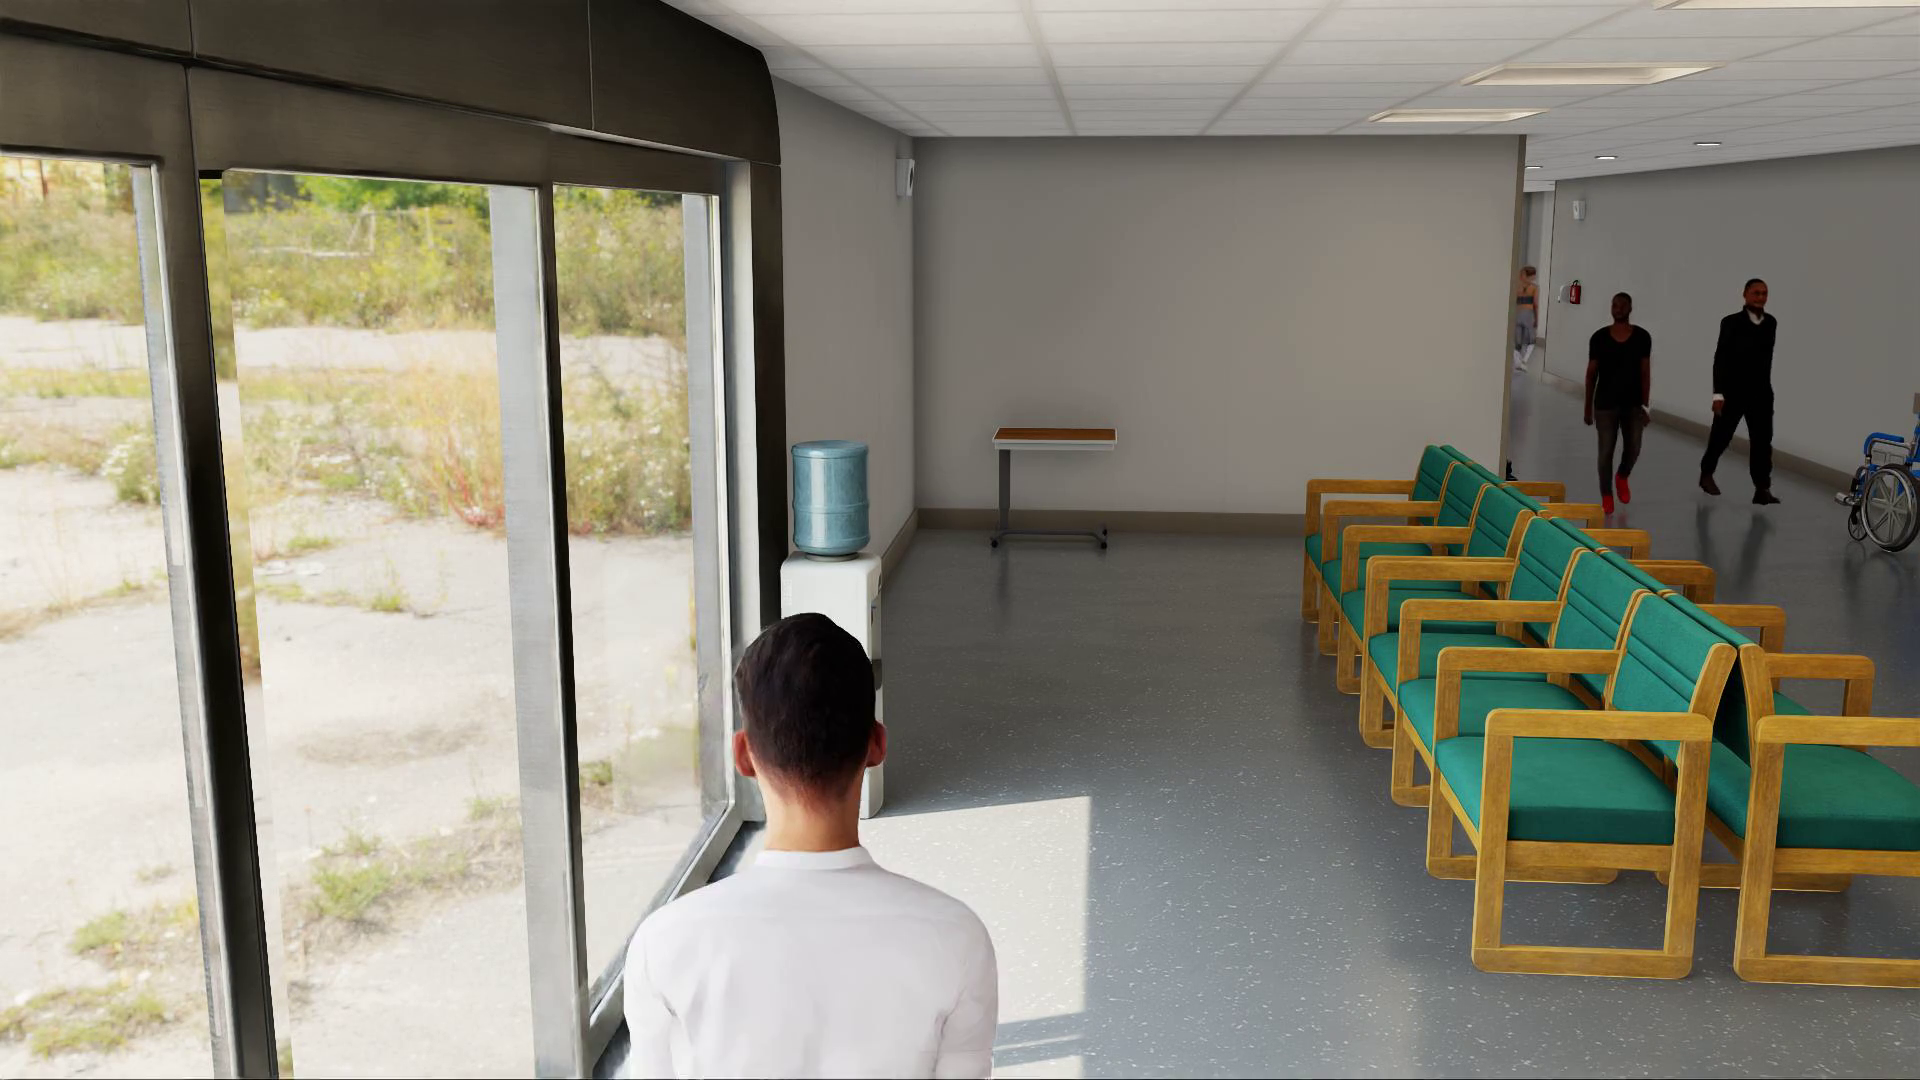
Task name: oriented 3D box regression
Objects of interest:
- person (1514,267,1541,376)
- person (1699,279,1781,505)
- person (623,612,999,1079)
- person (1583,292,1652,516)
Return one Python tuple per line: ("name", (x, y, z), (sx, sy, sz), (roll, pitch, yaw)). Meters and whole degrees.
("person", (8.832, -3.420, 26.047), (0.717, 1.691, 0.800), (9, 14, 39))
("person", (6.573, -1.234, 14.078), (1.273, 1.858, 0.952), (-1, 11, -4))
("person", (-0.194, 1.025, 2.072), (0.979, 1.858, 0.744), (0, 11, 0))
("person", (5.409, -1.122, 13.651), (0.877, 1.797, 0.863), (4, 11, 21))
